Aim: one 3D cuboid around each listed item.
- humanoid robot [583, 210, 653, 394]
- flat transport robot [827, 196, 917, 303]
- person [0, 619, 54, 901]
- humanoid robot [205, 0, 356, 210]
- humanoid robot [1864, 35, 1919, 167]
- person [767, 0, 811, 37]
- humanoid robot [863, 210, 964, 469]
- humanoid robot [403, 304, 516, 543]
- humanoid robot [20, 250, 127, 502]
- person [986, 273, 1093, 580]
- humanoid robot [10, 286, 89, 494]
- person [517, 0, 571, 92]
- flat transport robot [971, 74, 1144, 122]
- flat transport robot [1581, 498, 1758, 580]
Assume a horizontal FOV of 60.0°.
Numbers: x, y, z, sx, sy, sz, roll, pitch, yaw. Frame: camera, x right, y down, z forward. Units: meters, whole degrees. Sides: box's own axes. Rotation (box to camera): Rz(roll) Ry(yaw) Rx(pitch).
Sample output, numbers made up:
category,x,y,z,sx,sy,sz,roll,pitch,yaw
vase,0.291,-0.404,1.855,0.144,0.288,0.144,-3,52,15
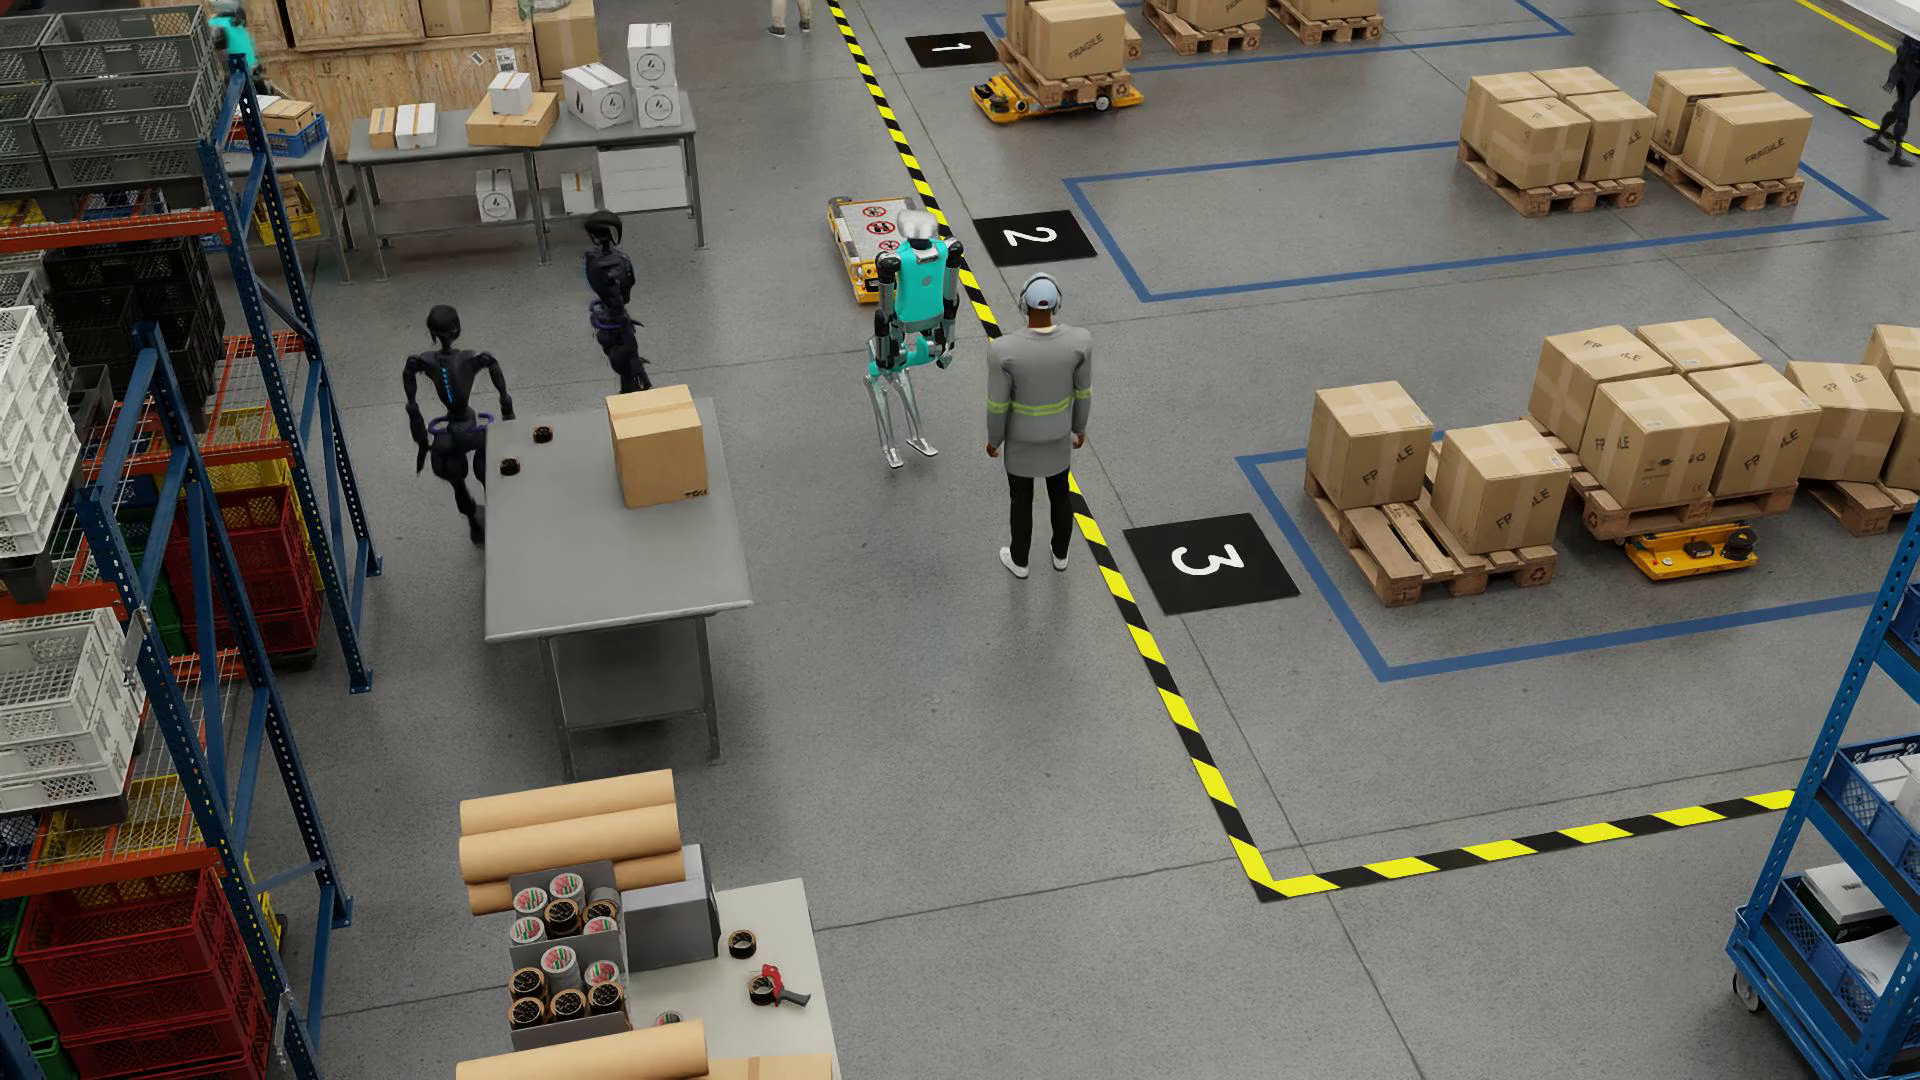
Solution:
category,x,y,z,sx,sy,sz,roll,pitch,yaw
humanoid robot,-2.016,-1.249,10.052,0.398,1.653,0.591,-12,38,-16
flat transport robot,-0.570,-2.220,12.538,0.659,0.231,1.431,-8,37,-10
person,-4.170,0.835,7.126,0.617,1.836,0.431,-24,43,-29
humanoid robot,-5.155,-3.341,12.833,0.935,1.780,0.545,0,37,0
humanoid robot,7.921,-3.909,13.646,0.613,1.631,0.655,-14,39,-18
person,-1.705,-5.764,16.047,0.565,1.761,0.407,-18,40,-23
humanoid robot,-0.349,-1.254,9.896,0.533,1.676,0.735,-18,40,-23
humanoid robot,-2.704,-0.553,9.142,0.616,1.623,0.733,-4,37,-5
humanoid robot,-5.144,-0.853,9.447,0.726,1.750,0.531,9,38,12
person,0.414,-0.615,9.054,0.590,1.851,0.401,-8,37,-11
humanoid robot,-5.363,-0.894,9.593,0.340,1.641,0.600,-2,37,-2
person,-3.485,-4.461,14.154,0.412,1.939,0.602,23,42,28
flat transport robot,0.874,-4.059,14.985,1.431,0.197,0.652,-11,38,-14
flat transport robot,4.062,-0.294,9.926,0.652,0.197,1.431,-8,37,-10
